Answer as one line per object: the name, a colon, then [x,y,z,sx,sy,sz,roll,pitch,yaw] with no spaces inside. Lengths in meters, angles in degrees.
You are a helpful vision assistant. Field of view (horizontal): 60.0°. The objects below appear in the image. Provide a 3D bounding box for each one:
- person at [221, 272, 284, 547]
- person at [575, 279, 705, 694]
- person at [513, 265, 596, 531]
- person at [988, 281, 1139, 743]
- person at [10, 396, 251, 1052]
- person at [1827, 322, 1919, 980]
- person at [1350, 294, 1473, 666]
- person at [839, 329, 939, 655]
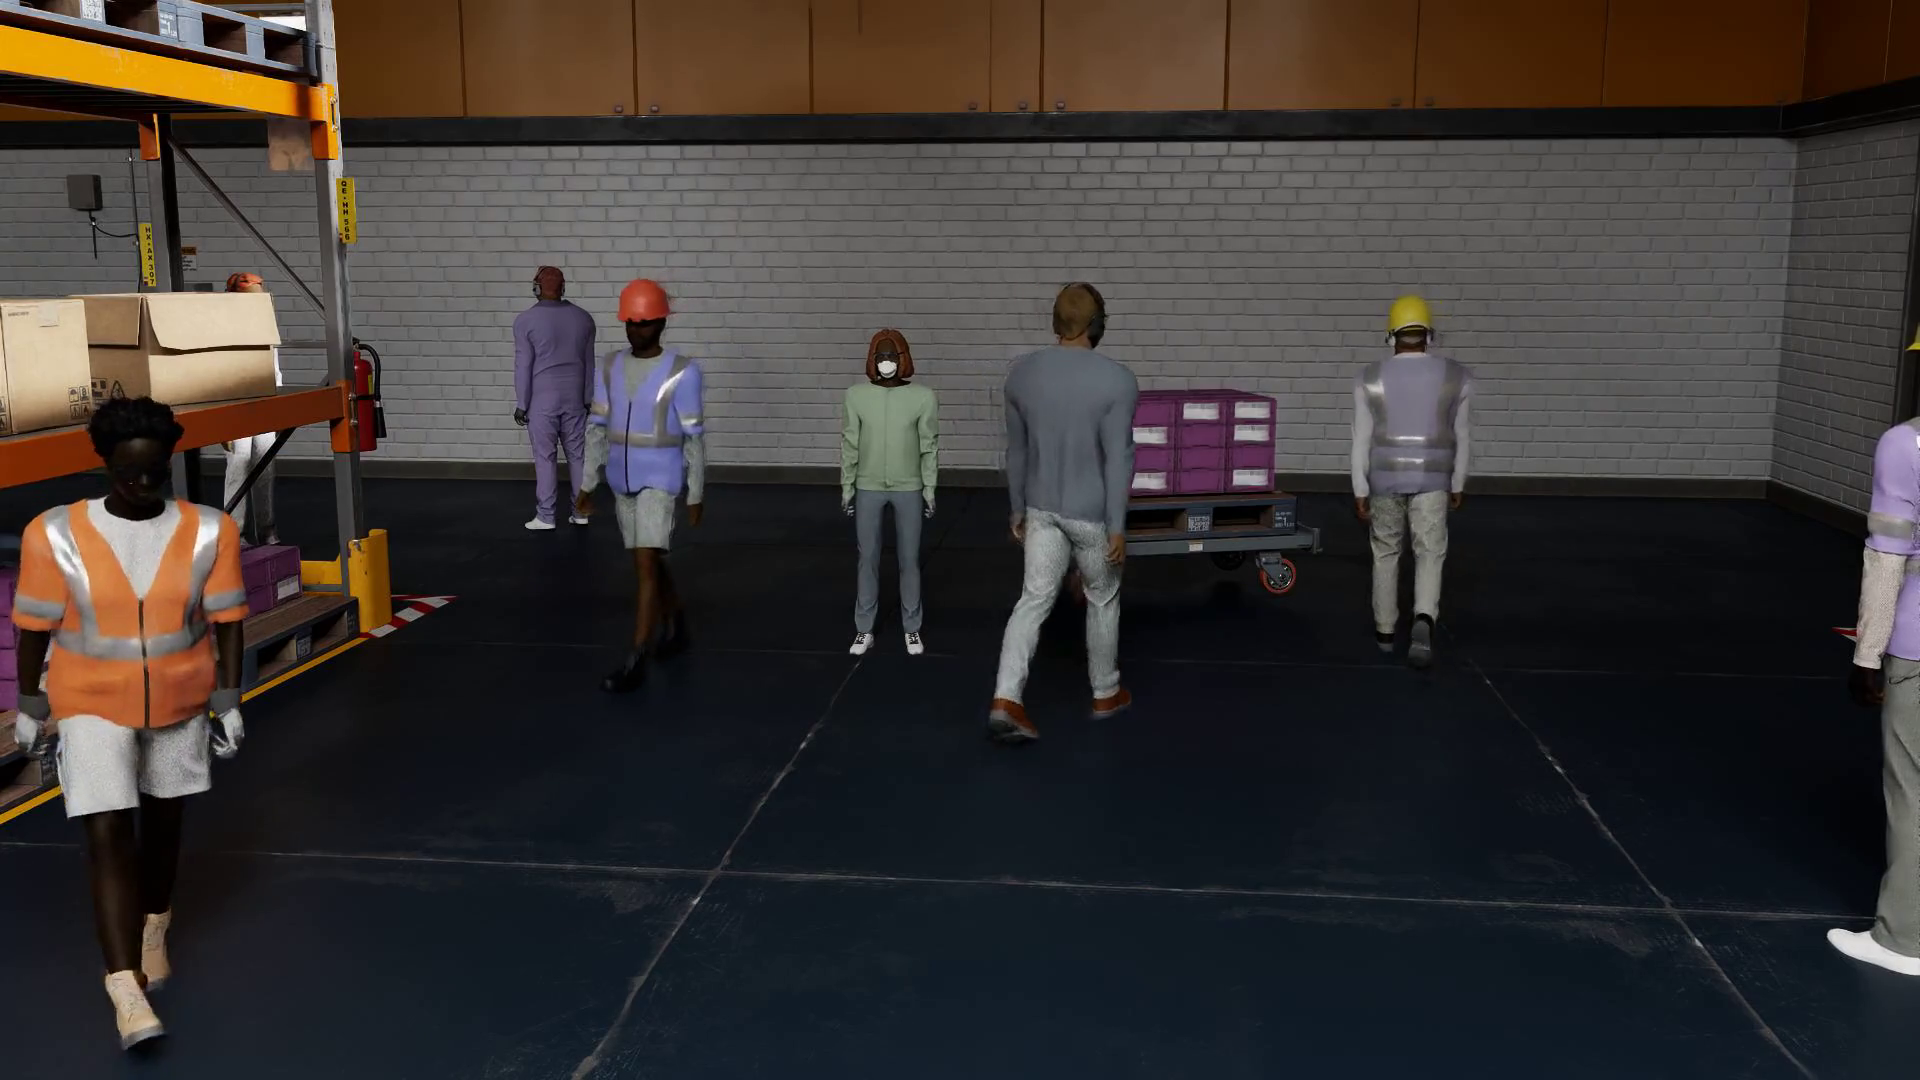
person: [-4.555,-0.766,10.668,0.351,1.880,0.576,3,10,18]
person: [-1.491,-0.283,7.883,0.555,1.897,0.960,4,11,23]
person: [-2.939,-1.018,12.025,0.643,1.909,0.410,-9,14,-43]
person: [0.433,-0.118,6.905,0.637,1.902,1.002,6,12,32]
person: [-2.103,0.452,4.307,0.551,1.648,0.836,-7,12,-36]
person: [2.752,0.266,4.655,0.588,1.919,0.401,-2,10,-13]
person: [2.201,-0.293,8.141,0.581,1.812,0.775,2,10,13]
person: [-0.353,-0.235,8.322,0.499,1.633,0.285,0,10,1]
